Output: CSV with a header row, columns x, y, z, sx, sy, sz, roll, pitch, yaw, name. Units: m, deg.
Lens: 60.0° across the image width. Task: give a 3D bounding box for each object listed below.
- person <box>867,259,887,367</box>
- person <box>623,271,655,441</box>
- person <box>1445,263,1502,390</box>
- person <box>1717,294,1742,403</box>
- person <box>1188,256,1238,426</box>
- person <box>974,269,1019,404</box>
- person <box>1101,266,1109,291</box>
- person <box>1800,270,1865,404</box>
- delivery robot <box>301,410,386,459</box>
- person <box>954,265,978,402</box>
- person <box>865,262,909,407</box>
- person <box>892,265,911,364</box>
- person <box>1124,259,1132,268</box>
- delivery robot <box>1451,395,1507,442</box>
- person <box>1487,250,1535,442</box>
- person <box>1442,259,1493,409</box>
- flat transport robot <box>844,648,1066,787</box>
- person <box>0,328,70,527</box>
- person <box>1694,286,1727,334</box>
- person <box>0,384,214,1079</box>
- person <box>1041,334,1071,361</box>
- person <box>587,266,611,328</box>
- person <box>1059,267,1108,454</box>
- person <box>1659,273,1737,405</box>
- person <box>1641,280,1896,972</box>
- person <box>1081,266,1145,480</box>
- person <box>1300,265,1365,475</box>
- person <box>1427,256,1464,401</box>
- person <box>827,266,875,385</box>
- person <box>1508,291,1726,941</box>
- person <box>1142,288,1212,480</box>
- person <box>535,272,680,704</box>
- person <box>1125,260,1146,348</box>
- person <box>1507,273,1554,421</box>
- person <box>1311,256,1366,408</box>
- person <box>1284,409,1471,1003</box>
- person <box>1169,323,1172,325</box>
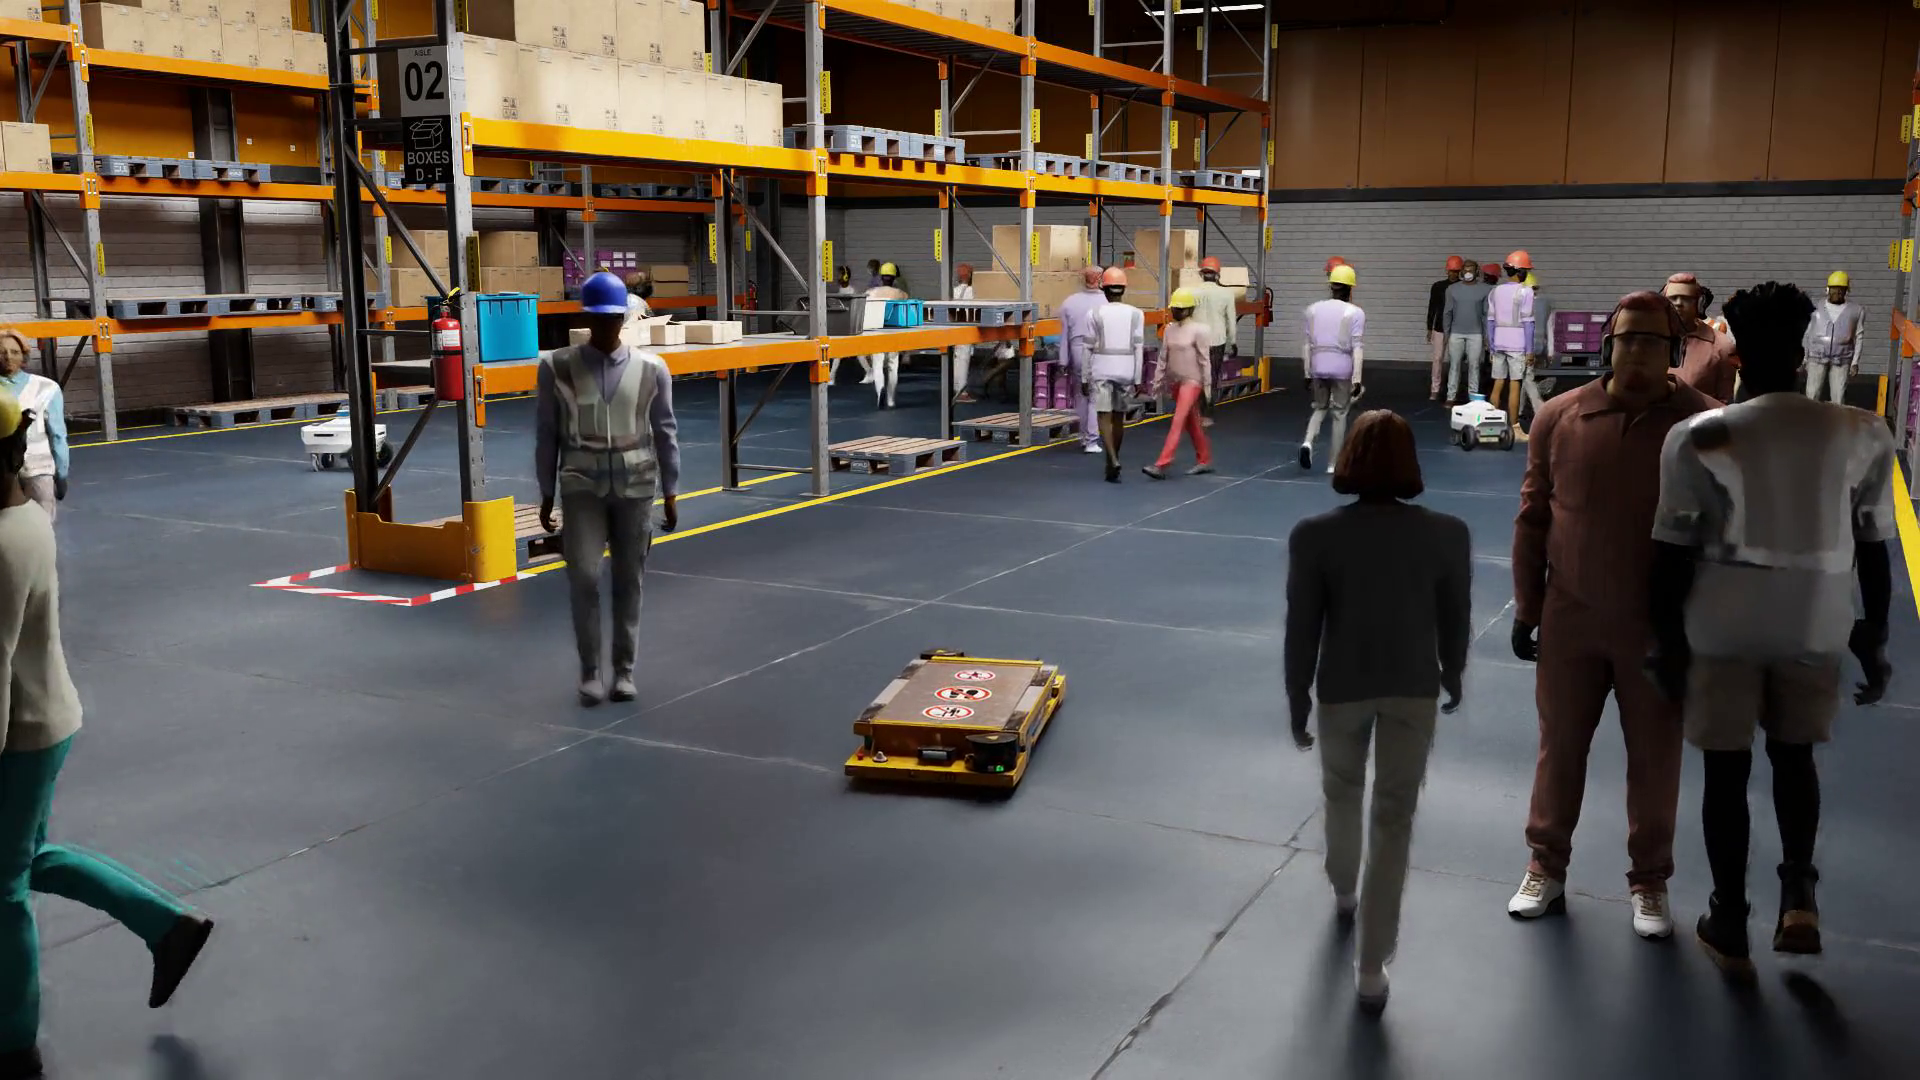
x,y,z,sx,sy,sz,roll,pitch,yaw,name
-1.495,-3.998,29.376,0.570,1.912,0.644,-3,10,-19,person
-3.503,-1.954,17.805,0.664,1.830,0.624,-3,10,-15,person
7.549,-3.101,24.276,0.954,1.890,0.563,-5,11,-28,person
8.529,-1.935,18.403,0.505,1.581,0.900,9,13,42,person
2.955,-2.335,19.568,0.640,1.973,0.577,4,11,22,person
0.477,-2.737,22.175,0.612,1.892,0.585,-4,11,-21,person
2.312,-3.424,26.352,0.469,1.831,0.650,6,12,33,person
9.212,-1.924,17.604,0.588,1.837,0.404,5,11,27,person
-5.736,-0.962,15.473,0.707,0.478,0.477,0,10,-1,delivery robot
0.036,-2.809,22.693,0.375,1.858,0.645,-5,11,-24,person
-0.955,-2.643,21.571,0.599,1.904,0.707,-1,10,-5,person
-1.274,-4.104,30.324,0.849,1.800,0.624,2,10,11,person
2.720,-3.626,27.254,0.652,1.903,0.533,2,10,13,person
5.370,-1.262,17.205,0.477,0.478,0.707,-1,10,-6,delivery robot
5.934,-2.072,17.862,0.388,2.045,0.605,-5,11,-26,person
6.553,-2.648,21.504,0.640,1.937,0.369,4,11,22,person
0.020,0.707,6.899,0.652,0.197,1.431,2,10,11,flat transport robot
-5.162,-0.357,9.130,0.521,1.622,0.588,-4,10,-21,person
7.157,-1.615,16.212,0.534,1.700,0.318,5,11,27,person
-2.247,0.462,4.050,0.608,1.745,0.537,-5,11,-25,person
1.304,-2.755,22.833,0.545,1.685,0.545,7,12,35,person
-4.033,-2.147,18.787,0.510,1.877,0.328,5,11,27,person
1.394,-1.833,16.959,0.677,1.877,0.811,4,11,24,person
3.896,-0.502,9.156,0.643,1.913,0.411,5,11,27,person
2.259,0.254,4.668,0.652,1.944,0.445,2,10,9,person
1.373,-1.490,14.901,0.555,1.908,0.857,-1,10,-6,person
3.376,-1.533,15.123,0.606,1.908,0.534,8,13,39,person
6.729,-2.887,22.823,0.637,1.998,0.587,3,10,19,person
-1.725,-3.286,25.557,0.996,1.825,0.536,-3,10,-18,person
1.964,0.223,4.959,0.643,1.913,0.411,5,11,27,person
1.961,-1.393,14.892,0.950,1.704,0.557,-7,12,-35,person
-1.556,-0.214,7.412,0.636,1.933,0.520,-3,10,-18,person
2.489,-3.139,24.421,0.539,1.917,0.504,4,11,23,person
6.763,-2.257,19.701,0.610,1.795,0.905,-4,10,-21,person
4.916,-2.680,21.567,0.588,1.976,0.639,2,10,12,person
1.177,0.426,4.721,0.498,1.588,0.863,3,10,16,person
3.350,-3.525,26.745,0.356,1.883,0.574,1,10,7,person
